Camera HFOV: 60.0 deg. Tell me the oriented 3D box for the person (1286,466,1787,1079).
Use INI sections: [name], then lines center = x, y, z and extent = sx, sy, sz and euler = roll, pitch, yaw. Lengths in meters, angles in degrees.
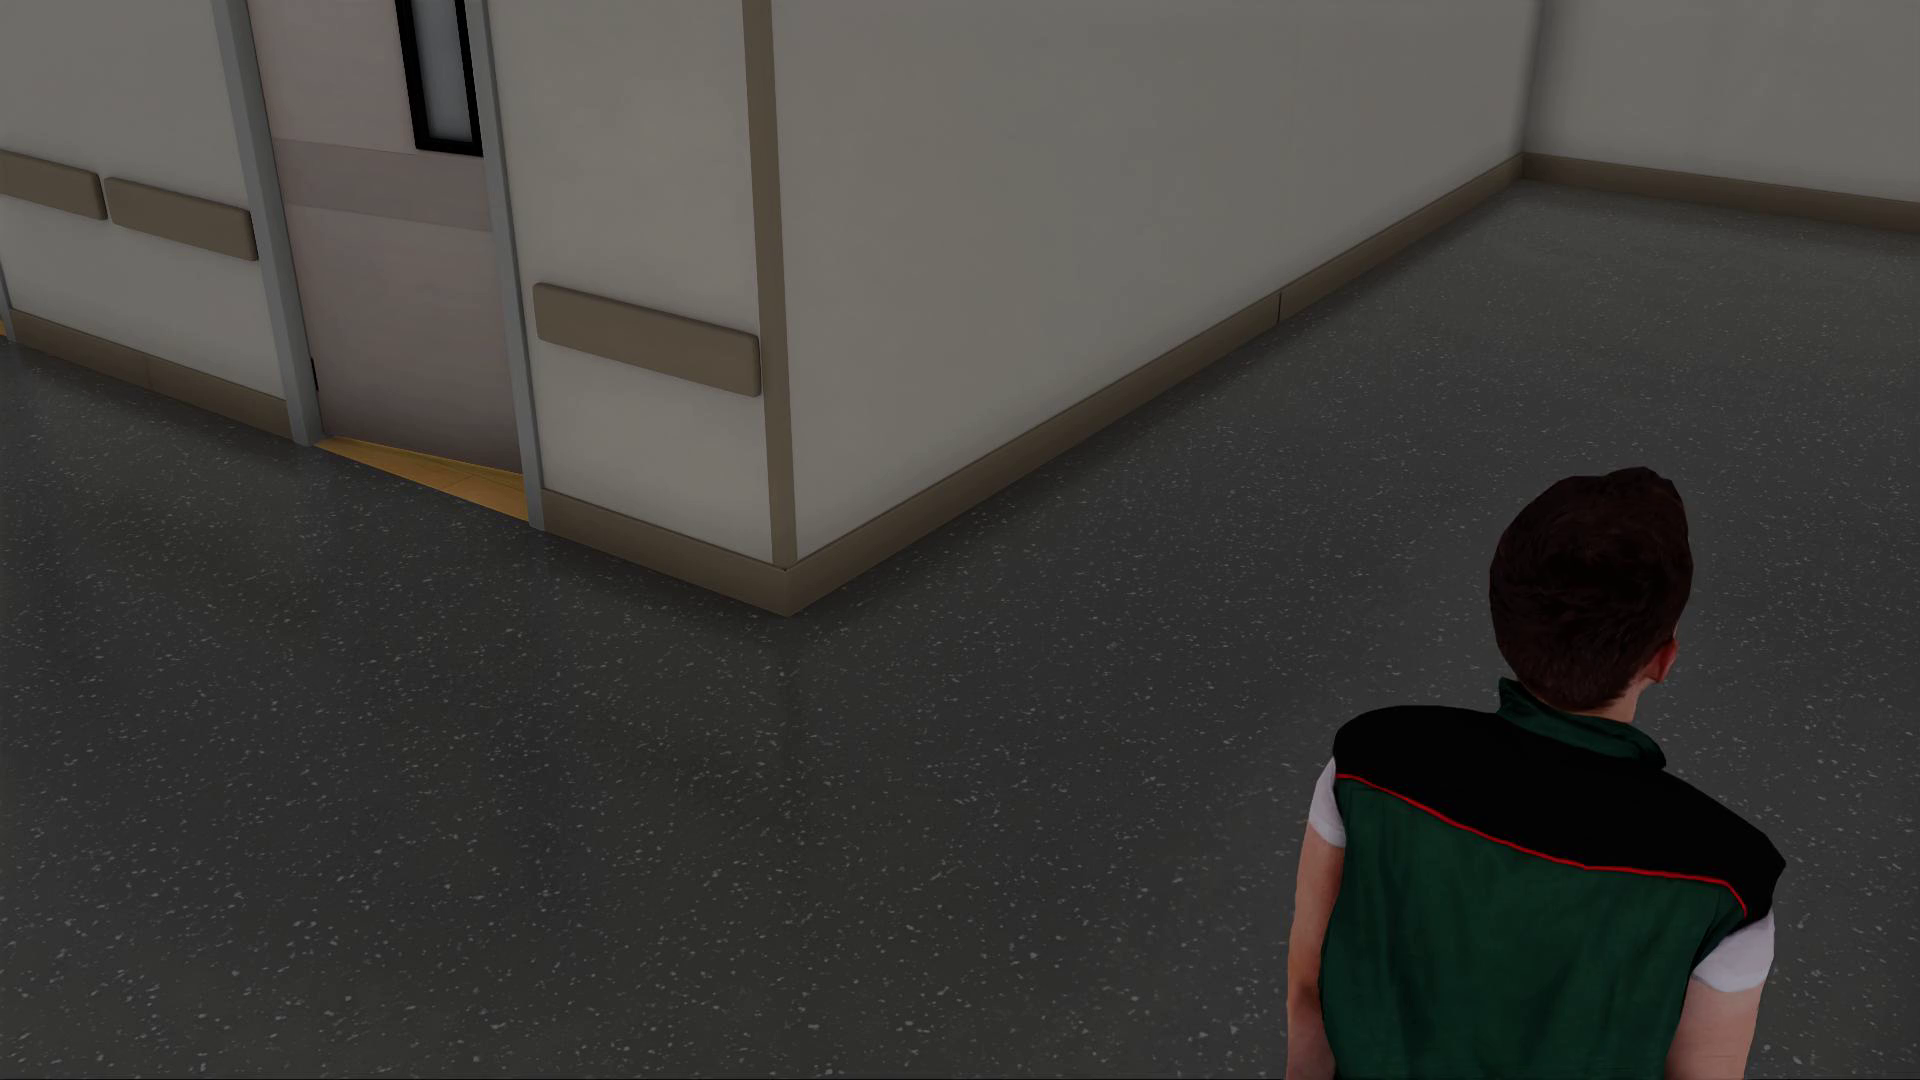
[person]
center = 0.617, 0.762, 1.966
extent = 0.631, 1.841, 0.547
euler = 17, 30, 31
